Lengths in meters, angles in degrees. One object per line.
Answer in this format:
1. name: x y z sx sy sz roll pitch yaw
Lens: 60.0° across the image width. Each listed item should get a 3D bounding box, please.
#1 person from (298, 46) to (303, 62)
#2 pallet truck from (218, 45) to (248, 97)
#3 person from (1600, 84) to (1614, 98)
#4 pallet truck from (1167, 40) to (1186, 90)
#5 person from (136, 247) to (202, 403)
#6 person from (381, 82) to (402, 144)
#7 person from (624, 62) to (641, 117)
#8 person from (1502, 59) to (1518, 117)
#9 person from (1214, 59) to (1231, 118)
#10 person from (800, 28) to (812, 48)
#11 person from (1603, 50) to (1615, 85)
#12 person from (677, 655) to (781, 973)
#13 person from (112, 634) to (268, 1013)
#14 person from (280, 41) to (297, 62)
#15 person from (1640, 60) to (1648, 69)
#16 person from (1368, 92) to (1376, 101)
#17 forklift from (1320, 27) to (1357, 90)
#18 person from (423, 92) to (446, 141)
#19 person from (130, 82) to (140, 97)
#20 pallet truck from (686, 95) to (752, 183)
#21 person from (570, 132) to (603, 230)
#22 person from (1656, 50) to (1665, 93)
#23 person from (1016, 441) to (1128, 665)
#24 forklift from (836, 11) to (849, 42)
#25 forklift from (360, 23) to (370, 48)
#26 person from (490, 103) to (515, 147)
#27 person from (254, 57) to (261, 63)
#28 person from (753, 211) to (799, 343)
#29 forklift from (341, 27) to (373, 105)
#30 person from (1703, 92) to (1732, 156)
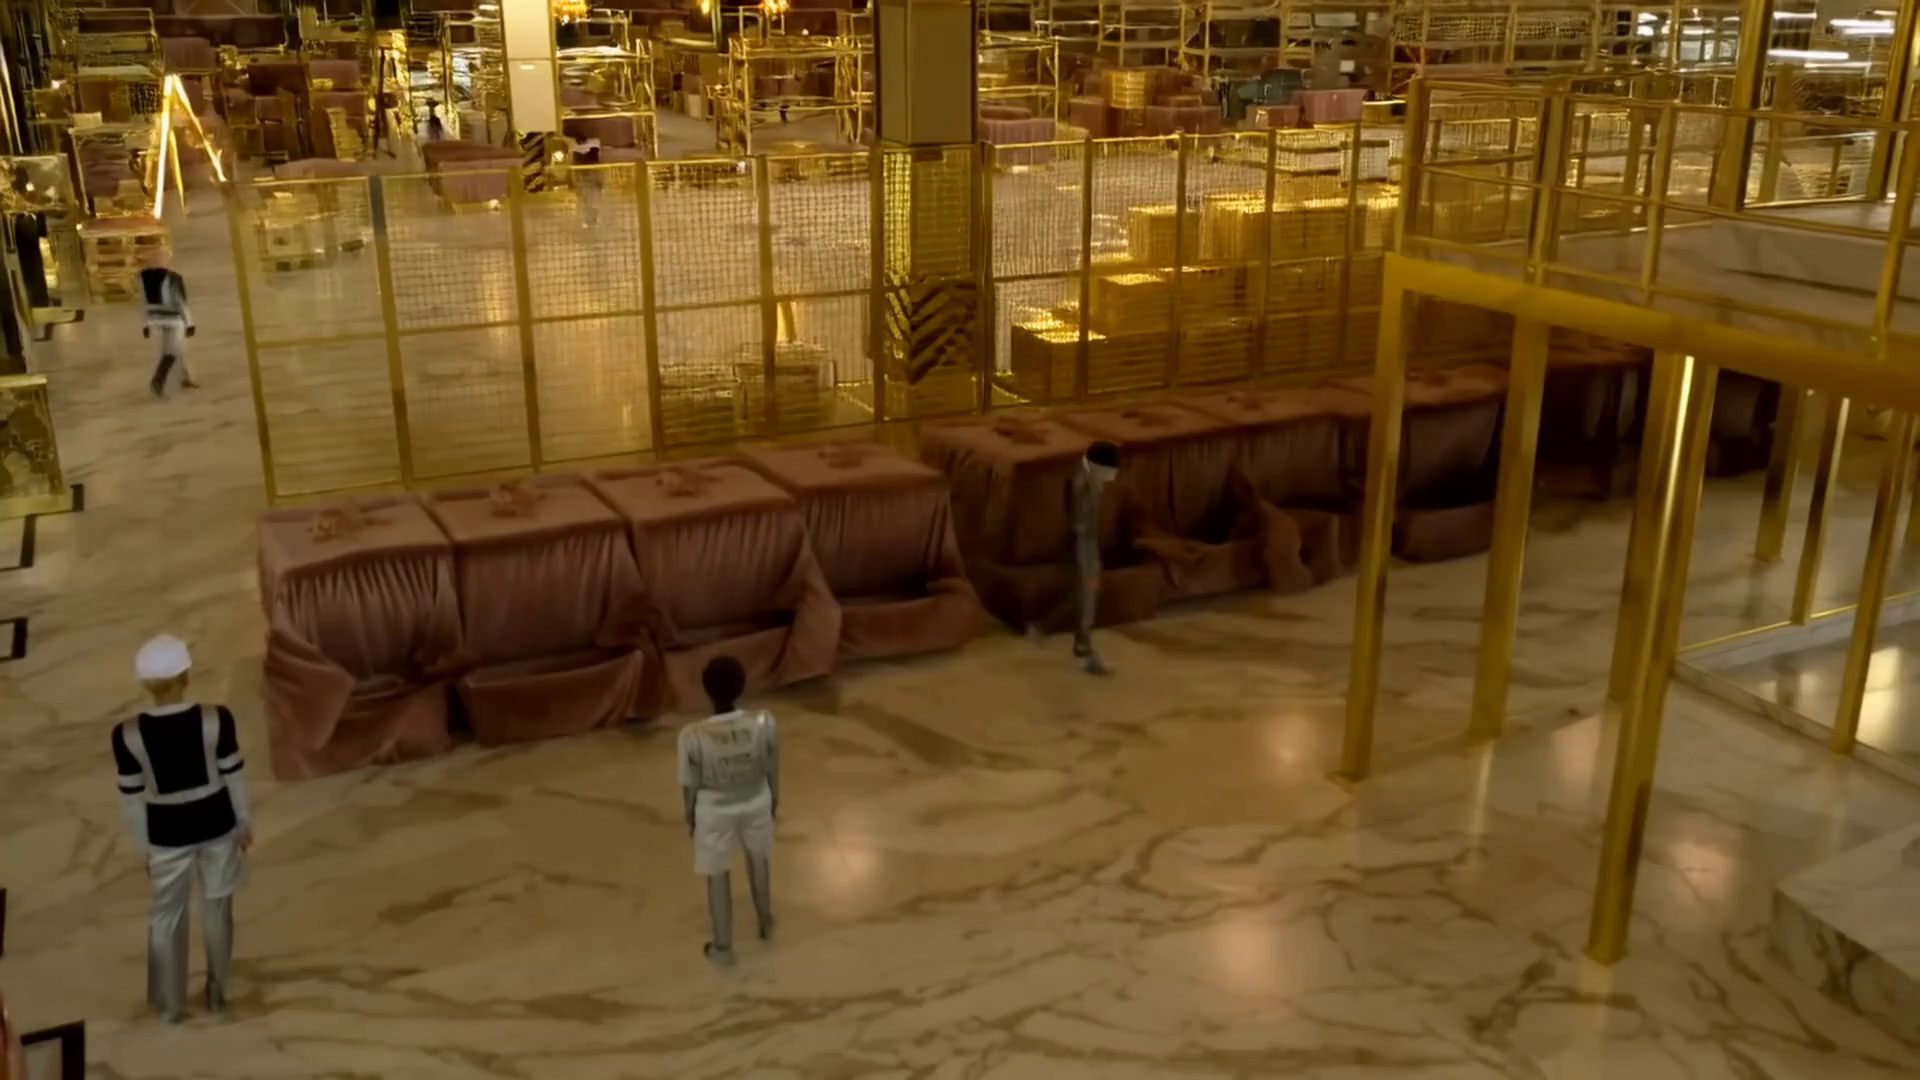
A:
1. person: -28.877 -21.145 73.387 0.544 1.939 0.372 -8 21 -23
2. pallet truck: -28.879 -18.665 66.111 0.823 1.965 1.885 -3 19 -9
3. person: 17.252 -11.235 44.668 0.628 1.936 0.377 -8 21 -23
4. pallet truck: 9.045 -19.971 69.895 0.823 1.965 1.885 -3 19 -8
5. person: -9.441 -2.549 19.688 0.612 1.809 0.907 7 20 19
6. person: -16.522 -12.382 48.281 0.485 1.744 0.308 -8 21 -23
7. person: -11.152 -15.428 56.816 0.628 1.940 0.377 -8 21 -23
8. person: 18.798 -15.477 56.996 0.588 1.915 0.398 -8 21 -23
9. person: 8.920 -15.364 56.593 0.605 1.962 0.373 -8 21 -23
10. person: -7.877 -25.137 84.959 0.628 1.940 0.377 -8 21 -23
11. person: 26.519 -19.165 68.010 0.533 1.698 0.322 -8 21 -23
12. person: -1.156 1.390 8.427 0.533 1.697 0.322 -8 21 -23
13. person: -3.743 1.383 8.095 0.544 1.933 0.376 -8 21 -23
14. person: -28.547 -20.236 70.760 0.628 1.936 0.377 -8 21 -23
15. person: 23.096 -15.274 56.379 0.544 1.933 0.376 -8 21 -23
16. person: 11.204 -11.393 45.483 0.533 1.697 0.322 -8 21 -23
17. forklift: 13.612 -17.410 61.139 1.873 2.768 1.129 -9 21 -25
18. person: -13.739 -10.754 43.450 0.520 1.821 0.781 0 19 0
19. person: -25.584 -13.386 51.423 0.525 1.593 0.882 -11 22 -29
20. pallet truck: -5.836 -9.608 39.856 0.823 1.965 1.885 10 22 27
21. person: -7.289 -7.036 32.549 0.636 1.899 0.639 5 20 15
22. person: 28.567 -19.102 67.829 0.533 1.698 0.322 -8 21 -23
23. person: 0.837 0.052 12.282 0.869 1.710 0.530 12 22 31
24. forklift: -5.872 -25.019 83.195 1.873 2.768 1.129 -9 21 -25
25. forklift: -22.967 -18.822 65.231 1.129 2.768 1.873 14 23 34
26. person: -10.402 -8.963 37.996 0.611 1.990 0.392 -8 21 -23
27. person: -24.816 -16.161 59.021 0.574 1.884 0.360 -8 21 -23
28. person: -2.351 -3.202 21.288 0.611 1.996 0.387 -8 21 -23
29. forklift: -22.275 -17.346 60.954 1.873 2.768 1.129 -9 21 -25
30. person: 18.897 -10.192 41.482 0.713 2.000 0.929 -1 19 -2
